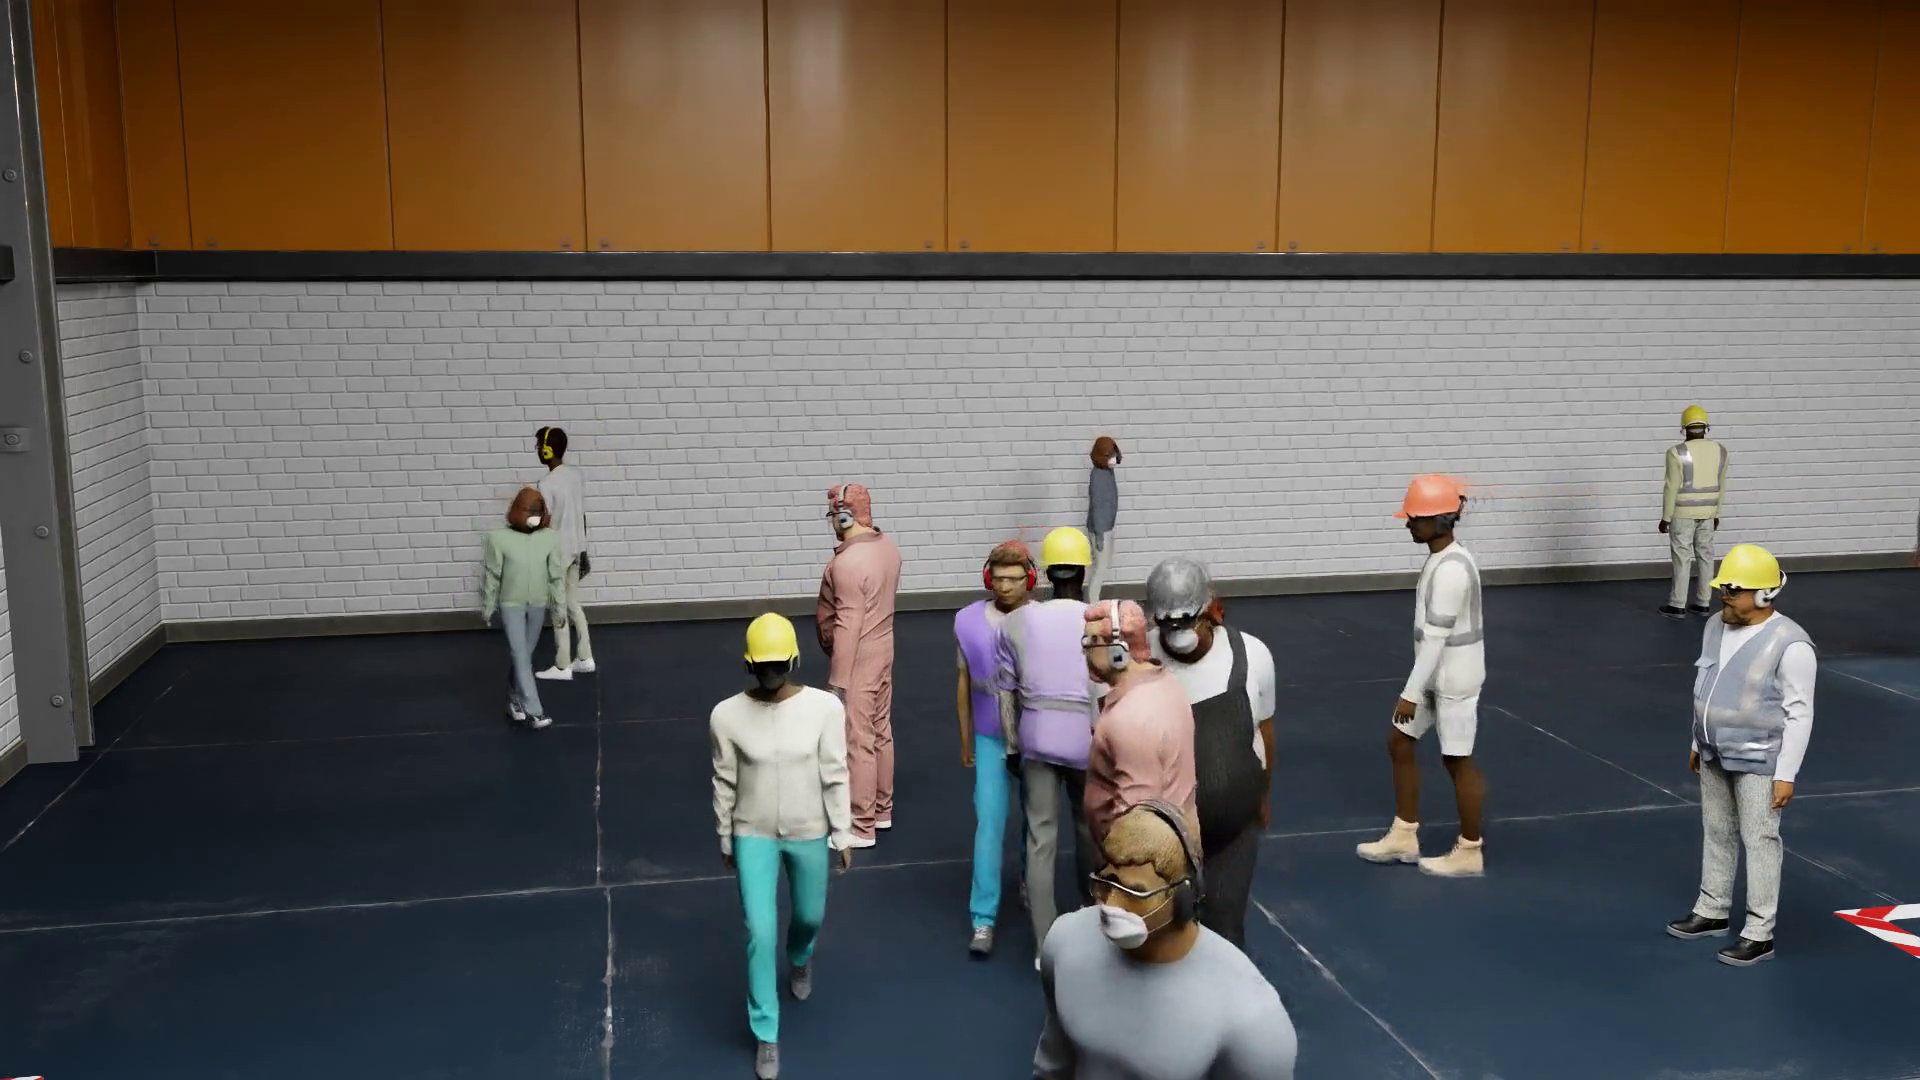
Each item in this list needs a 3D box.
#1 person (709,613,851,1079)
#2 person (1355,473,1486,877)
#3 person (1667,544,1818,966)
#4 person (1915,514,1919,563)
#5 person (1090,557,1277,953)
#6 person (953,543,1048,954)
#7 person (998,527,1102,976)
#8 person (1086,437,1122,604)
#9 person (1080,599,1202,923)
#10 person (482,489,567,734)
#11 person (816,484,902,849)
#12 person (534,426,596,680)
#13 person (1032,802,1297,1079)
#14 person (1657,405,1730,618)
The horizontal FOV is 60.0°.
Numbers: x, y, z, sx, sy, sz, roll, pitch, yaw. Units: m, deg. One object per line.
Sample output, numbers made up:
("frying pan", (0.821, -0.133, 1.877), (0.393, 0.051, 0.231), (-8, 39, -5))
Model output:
("person", (-0.694, 1.097, 6.413), (0.521, 1.734, 0.781), (-2, 9, -9))
("person", (2.258, 0.676, 8.123), (0.767, 2.011, 0.603), (1, 9, 7))
("person", (3.382, 0.920, 7.213), (0.403, 1.827, 0.601), (-3, 10, -16))
("person", (7.460, 0.030, 12.374), (0.596, 1.915, 0.370), (4, 10, 25))
("person", (0.839, 0.978, 6.213), (0.700, 2.000, 0.932), (1, 9, 5))
("person", (0.240, 0.890, 7.510), (0.557, 1.794, 0.949), (1, 9, 8))
("person", (0.473, 0.876, 7.319), (0.600, 1.874, 0.971), (2, 10, 14))
("person", (1.179, -0.082, 14.022), (0.404, 1.604, 0.643), (3, 10, 18))
("person", (0.584, 1.134, 5.849), (0.704, 1.873, 0.685), (3, 10, 20))
("person", (-2.794, 0.452, 10.791), (0.510, 1.572, 0.890), (-7, 12, -37))
("person", (-0.547, 0.651, 8.636), (0.407, 1.902, 0.639), (3, 10, 18))
("person", (-2.913, 0.103, 12.088), (0.355, 1.868, 0.585), (4, 10, 21))
("person", (0.407, 1.474, 3.540), (0.469, 1.927, 0.654), (-9, 13, -44))
("person", (6.269, -0.239, 14.279), (0.591, 1.828, 0.404), (-2, 10, -12))
